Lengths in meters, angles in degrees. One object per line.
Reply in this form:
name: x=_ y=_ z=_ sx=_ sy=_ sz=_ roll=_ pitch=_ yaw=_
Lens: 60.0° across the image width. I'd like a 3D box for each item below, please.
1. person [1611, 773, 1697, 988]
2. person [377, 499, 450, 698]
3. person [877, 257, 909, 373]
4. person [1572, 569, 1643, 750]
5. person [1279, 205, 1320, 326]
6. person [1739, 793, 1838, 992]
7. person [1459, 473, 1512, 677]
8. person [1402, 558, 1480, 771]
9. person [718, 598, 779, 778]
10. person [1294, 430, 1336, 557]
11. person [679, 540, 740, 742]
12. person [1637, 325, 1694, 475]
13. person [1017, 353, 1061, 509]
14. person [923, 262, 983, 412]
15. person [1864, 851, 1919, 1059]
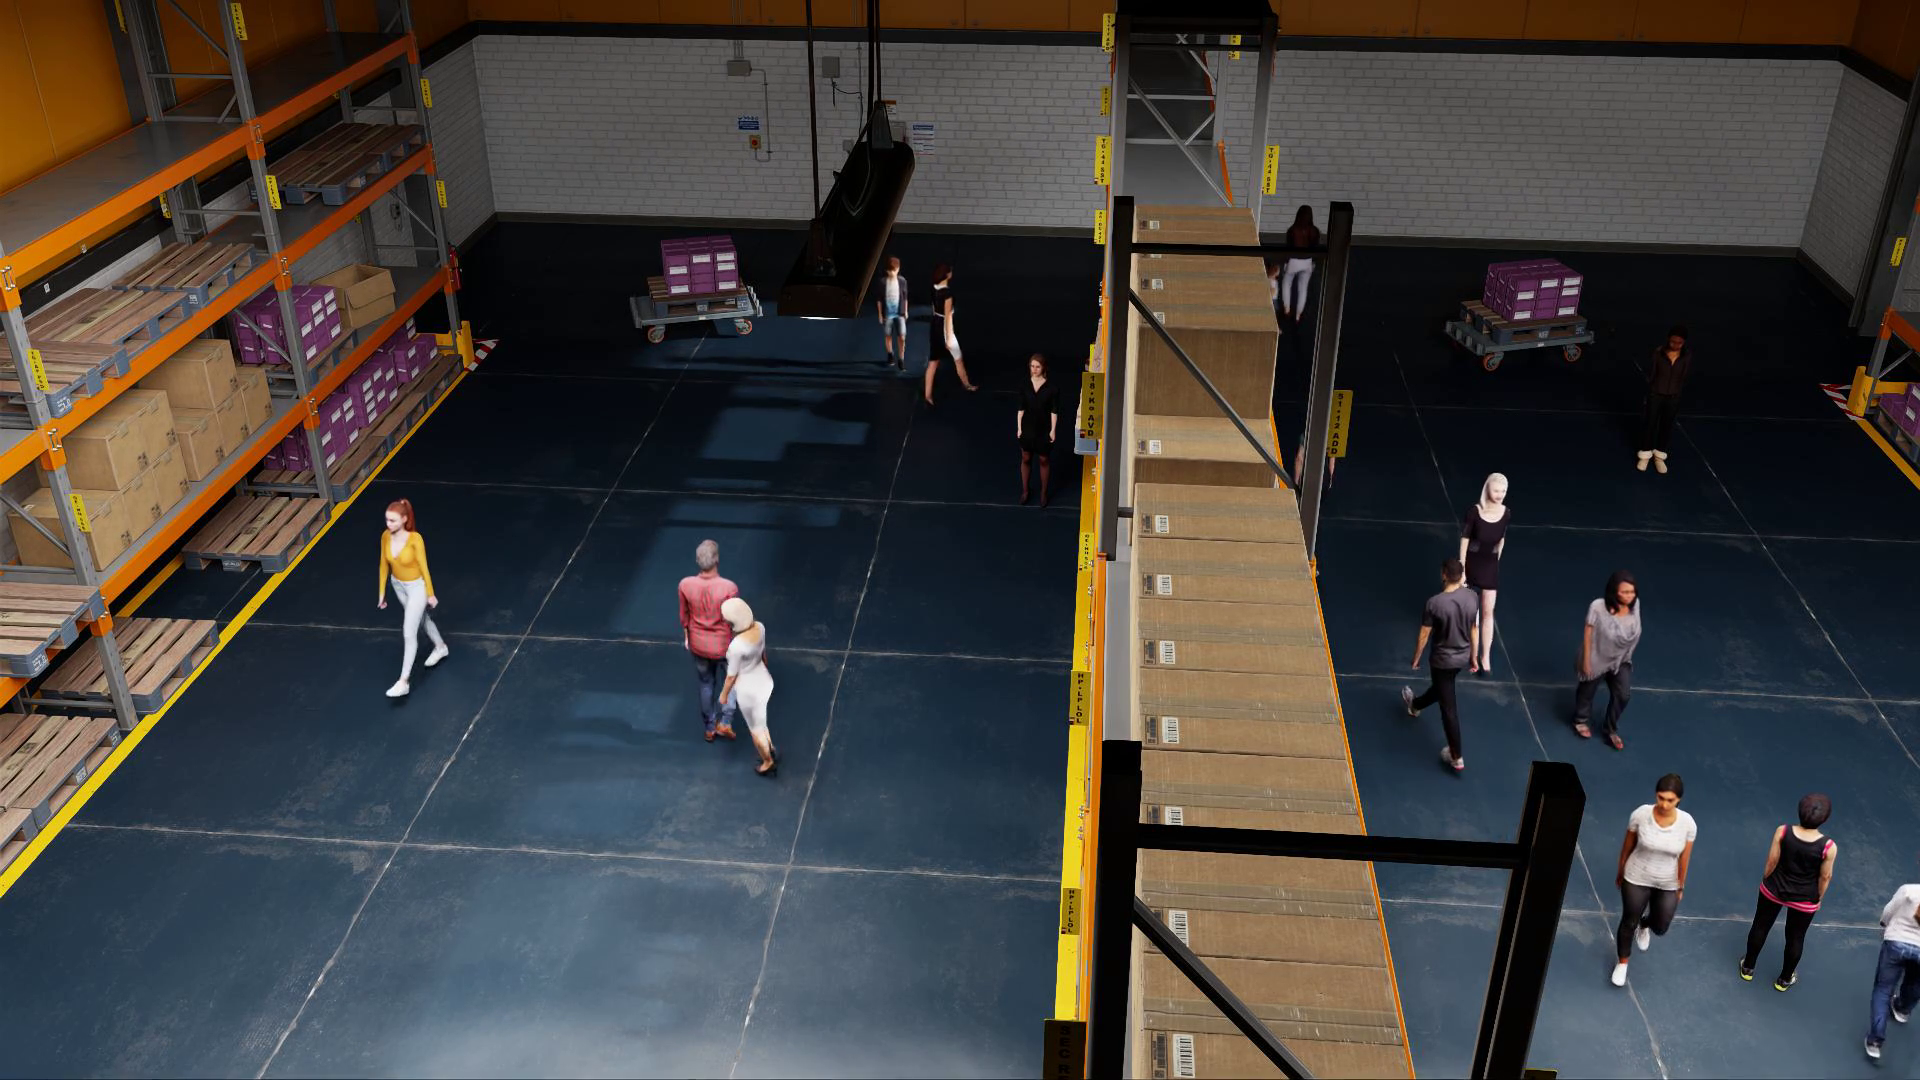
person: x=4.631 y=2.227 z=11.143 sx=0.703 sy=1.636 sz=0.839 roll=10 pitch=30 yaw=18
person: x=-4.700 y=0.425 z=14.384 sx=0.848 sy=1.695 sz=1.205 roll=11 pitch=31 yaw=20
person: x=-0.838 y=-2.833 z=20.642 sx=0.654 sy=1.422 sz=0.864 roll=-4 pitch=29 yaw=-7
person: x=5.254 y=0.898 z=13.627 sx=0.745 sy=1.589 sz=0.820 roll=-6 pitch=29 yaw=-10
person: x=4.474 y=-3.590 z=21.844 sx=0.636 sy=1.599 sz=0.654 roll=-1 pitch=29 yaw=-2
person: x=5.525 y=2.322 z=11.055 sx=0.616 sy=1.553 sz=0.638 roll=18 pitch=33 yaw=29
person: x=4.518 y=0.216 z=14.679 sx=0.712 sy=1.779 sz=1.203 roll=-1 pitch=29 yaw=-3
person: x=3.932 y=1.030 z=13.271 sx=1.002 sy=1.698 sz=1.313 roll=-9 pitch=30 yaw=-16
person: x=-1.561 y=1.200 z=12.939 sx=0.766 sy=1.718 sz=0.654 roll=16 pitch=32 yaw=26
person: x=3.433 y=-0.516 z=16.081 sx=0.645 sy=1.722 sz=0.841 roll=-3 pitch=29 yaw=-5
person: x=-2.019 y=0.883 z=13.418 sx=0.708 sy=1.815 sz=0.745 roll=4 pitch=29 yaw=7
person: x=7.657 y=-1.572 z=18.081 sx=0.631 sy=1.660 sz=0.586 roll=2 pitch=29 yaw=5
person: x=0.798 y=-1.147 z=17.254 sx=0.620 sy=1.706 sz=0.546 roll=7 pitch=29 yaw=13
person: x=-0.273 y=-2.332 z=19.367 sx=1.124 sy=1.763 sz=1.080 roll=-20 pitch=35 yaw=-33
person: x=5.979 y=2.634 z=10.519 sx=0.664 sy=1.519 sz=0.937 roll=11 pitch=31 yaw=20
